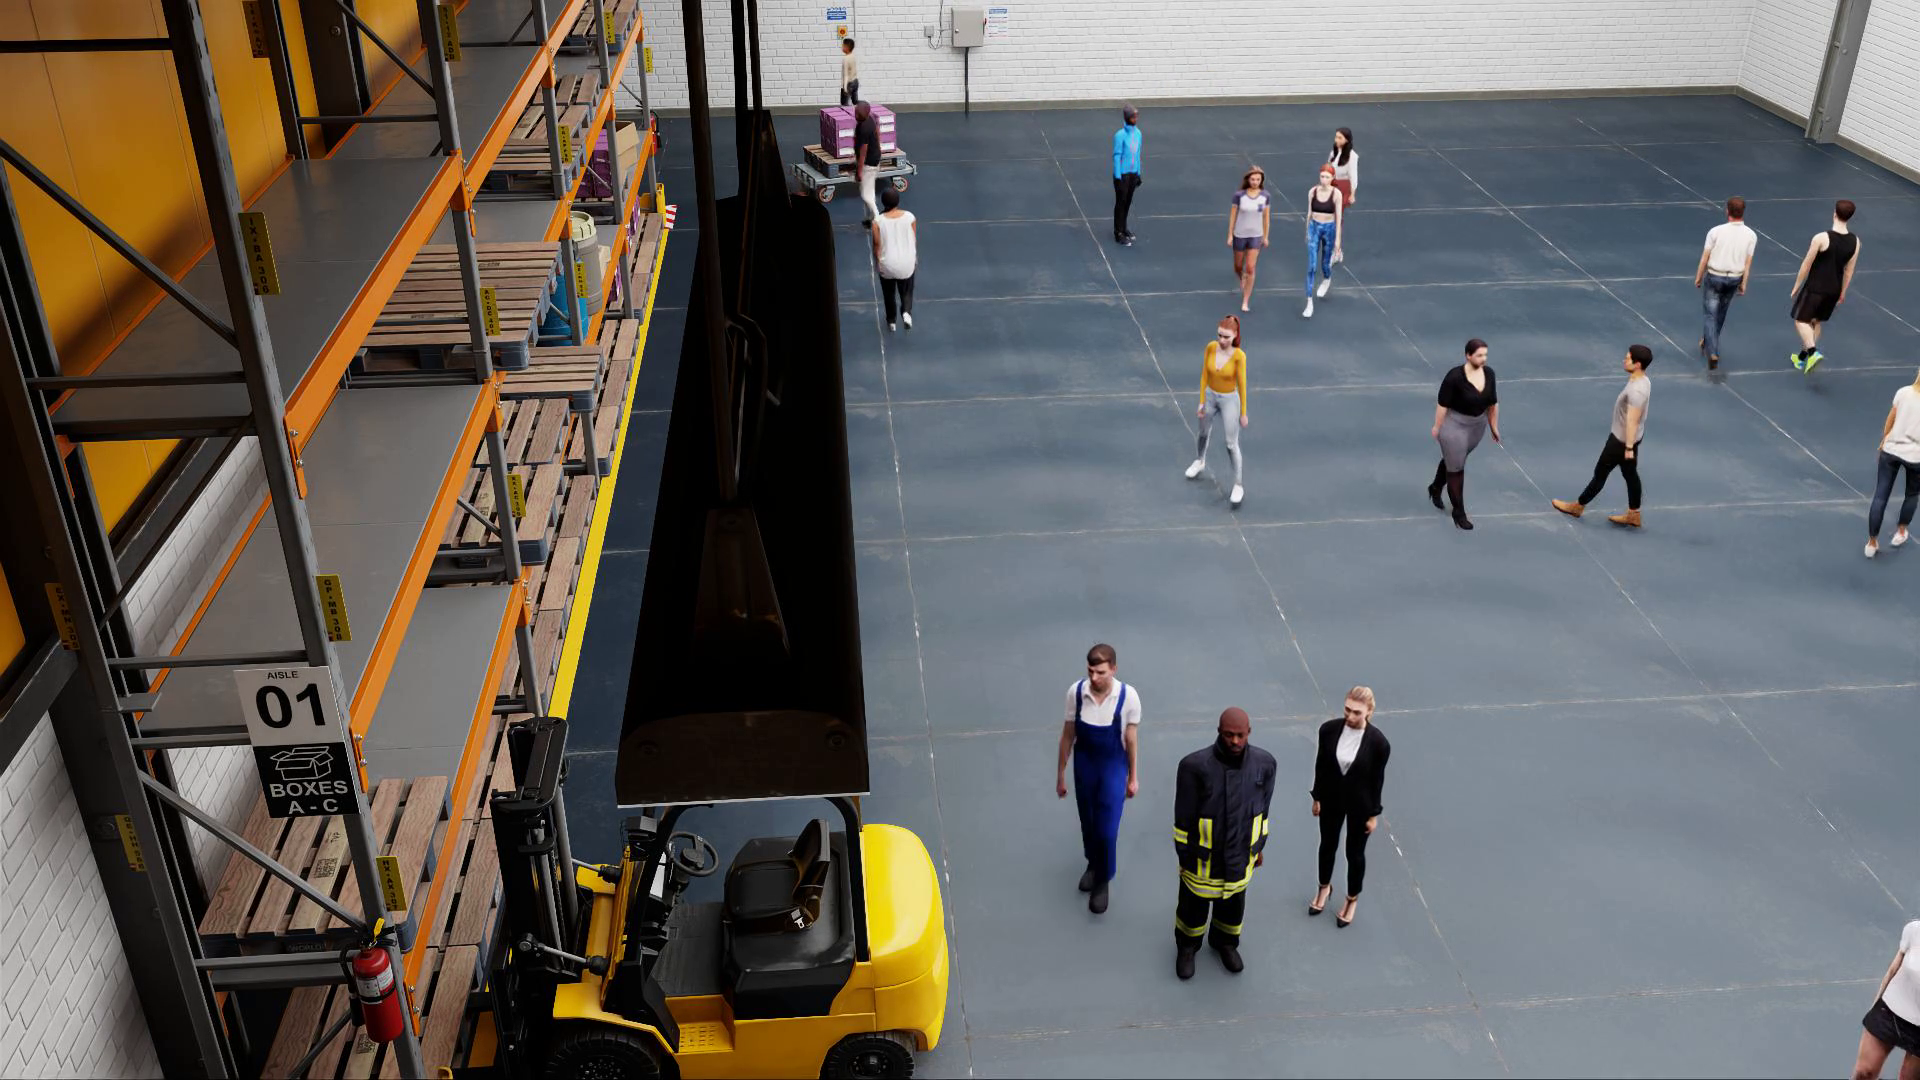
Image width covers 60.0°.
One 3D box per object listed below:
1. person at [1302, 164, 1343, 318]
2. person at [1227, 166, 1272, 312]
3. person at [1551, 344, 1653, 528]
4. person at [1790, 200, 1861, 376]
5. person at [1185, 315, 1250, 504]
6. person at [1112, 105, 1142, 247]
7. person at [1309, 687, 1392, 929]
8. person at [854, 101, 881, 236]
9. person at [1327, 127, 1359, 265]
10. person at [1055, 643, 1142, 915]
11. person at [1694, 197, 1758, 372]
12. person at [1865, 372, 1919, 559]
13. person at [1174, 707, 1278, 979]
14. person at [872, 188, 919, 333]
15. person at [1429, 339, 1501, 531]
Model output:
[{"bbox_3d":[4.242,-3.537,19.427,0.949,1.751,1.207,12,31,21],"label":"person"},{"bbox_3d":[3.387,-3.583,19.555,0.783,1.709,1.000,3,29,6],"label":"person"},{"bbox_3d":[5.936,-0.877,14.616,1.036,1.689,1.053,15,32,26],"label":"person"},{"bbox_3d":[9.169,-2.630,17.639,0.770,1.872,1.016,-1,29,-2],"label":"person"},{"bbox_3d":[2.423,-1.216,15.207,1.003,1.717,1.049,20,34,32],"label":"person"},{"bbox_3d":[2.143,-4.763,21.631,0.757,1.793,0.807,-25,38,-38],"label":"person"},{"bbox_3d":[2.349,1.604,10.052,0.679,1.704,0.704,15,32,26],"label":"person"},{"bbox_3d":[-1.215,-4.976,22.041,0.958,1.774,0.620,9,30,17],"label":"person"},{"bbox_3d":[4.810,-4.313,20.865,0.797,1.736,0.701,-17,33,-28],"label":"person"},{"bbox_3d":[0.898,1.379,10.332,0.813,1.830,0.898,10,30,18],"label":"person"},{"bbox_3d":[8.187,-2.720,17.863,0.900,1.814,1.280,5,29,9],"label":"person"},{"bbox_3d":[7.984,-0.658,14.110,0.877,1.788,0.950,18,34,30],"label":"person"},{"bbox_3d":[1.517,1.731,9.696,0.724,1.821,0.633,-2,29,-4],"label":"person"},{"bbox_3d":[-0.723,-3.136,18.766,0.681,1.680,0.707,-4,29,-7],"label":"person"},{"bbox_3d":[4.398,-1.009,14.821,0.872,1.724,1.104,-13,31,-22],"label":"person"}]
